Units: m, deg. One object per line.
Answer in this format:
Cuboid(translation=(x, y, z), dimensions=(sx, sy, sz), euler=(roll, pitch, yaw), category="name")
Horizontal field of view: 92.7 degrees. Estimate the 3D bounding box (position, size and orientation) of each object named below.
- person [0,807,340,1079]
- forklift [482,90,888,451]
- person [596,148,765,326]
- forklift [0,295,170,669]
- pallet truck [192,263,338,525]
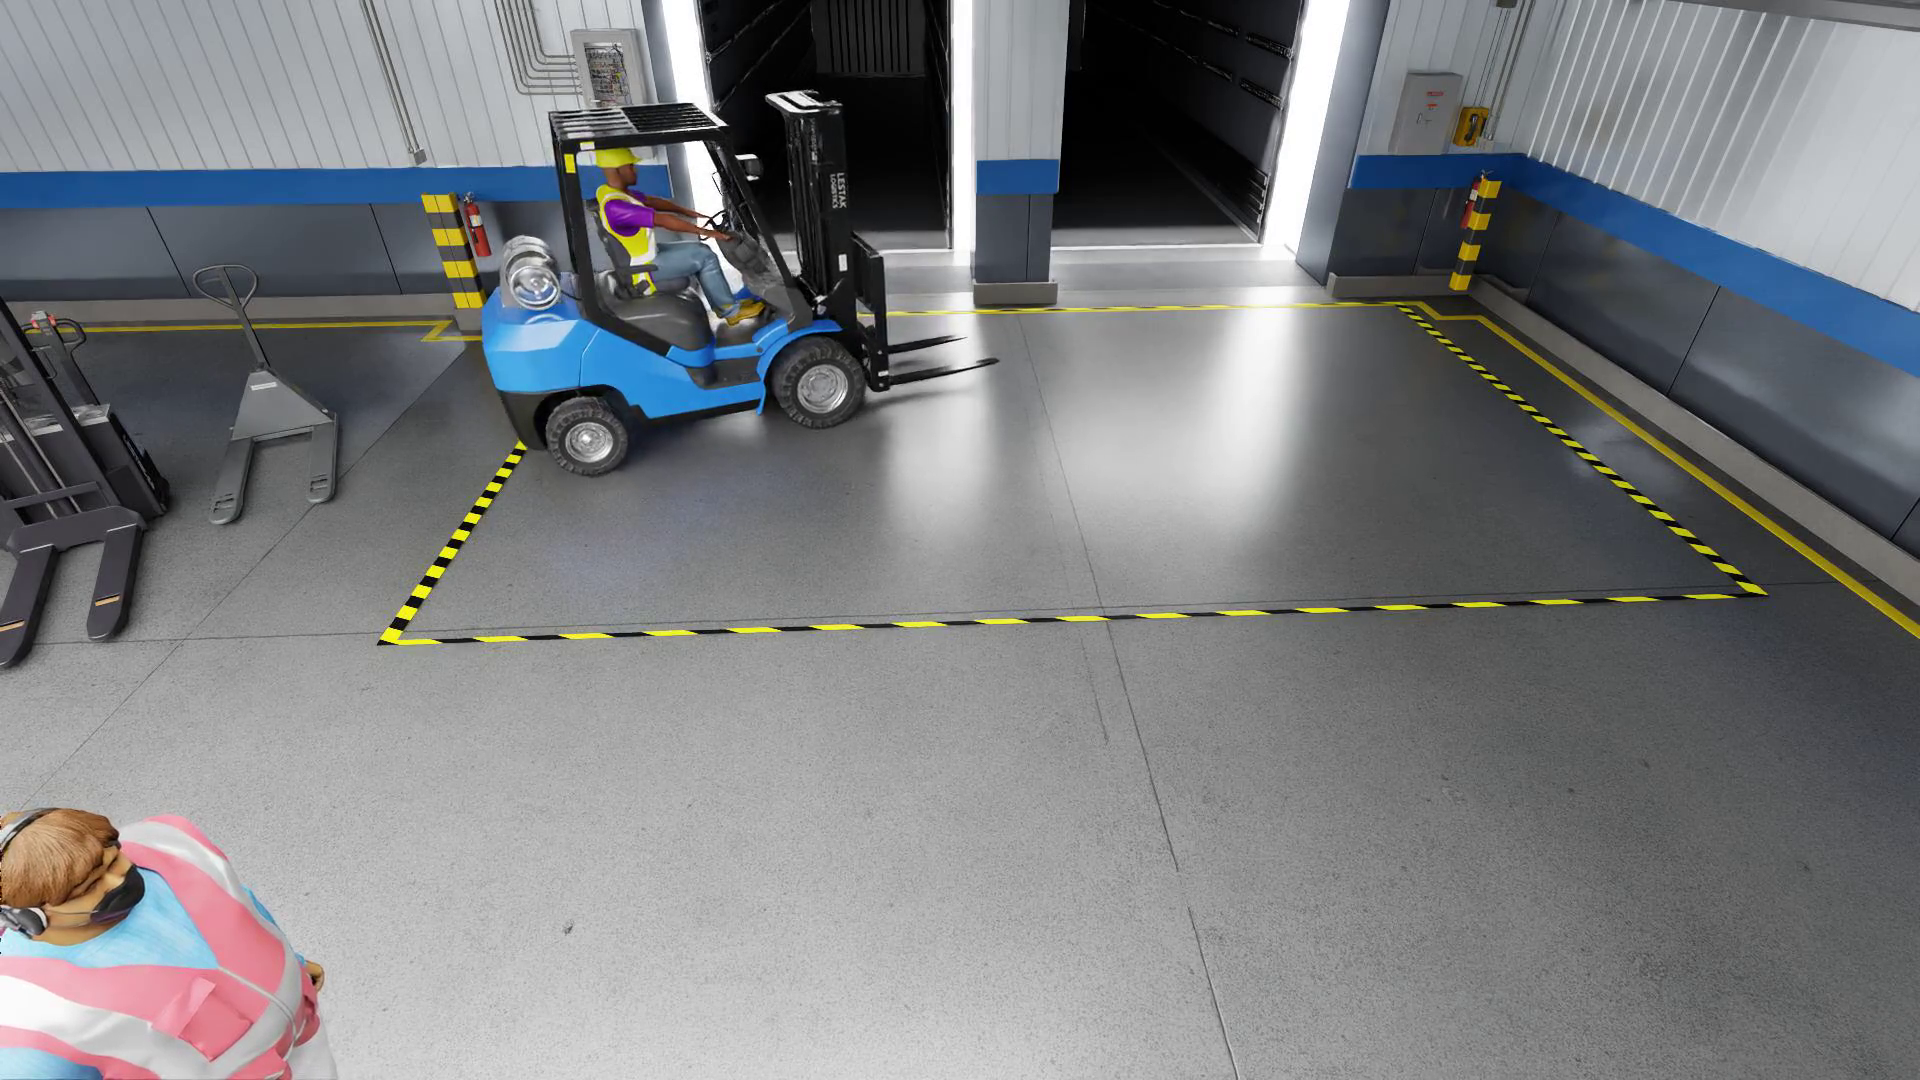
Cuboid(translation=(-1.798, 1.292, 2.268), dimensions=(0.429, 1.841, 0.636), euler=(-2, 35, -3), category="person")
Cuboid(translation=(-1.991, -1.941, 6.468), dimensions=(2.680, 2.036, 1.157), euler=(-14, 37, -19), category="forklift")
Cuboid(translation=(-1.933, -2.104, 6.375), dimensions=(1.004, 1.293, 0.635), euler=(-14, 37, -19), category="person")
Cuboid(translation=(-5.212, -0.618, 4.878), dimensions=(0.823, 1.965, 1.885), euler=(-20, 39, -26), category="forklift")
Cuboid(translation=(-4.778, -1.027, 6.128), dimensions=(0.680, 1.201, 1.601), euler=(-17, 38, -23), category="pallet truck")
